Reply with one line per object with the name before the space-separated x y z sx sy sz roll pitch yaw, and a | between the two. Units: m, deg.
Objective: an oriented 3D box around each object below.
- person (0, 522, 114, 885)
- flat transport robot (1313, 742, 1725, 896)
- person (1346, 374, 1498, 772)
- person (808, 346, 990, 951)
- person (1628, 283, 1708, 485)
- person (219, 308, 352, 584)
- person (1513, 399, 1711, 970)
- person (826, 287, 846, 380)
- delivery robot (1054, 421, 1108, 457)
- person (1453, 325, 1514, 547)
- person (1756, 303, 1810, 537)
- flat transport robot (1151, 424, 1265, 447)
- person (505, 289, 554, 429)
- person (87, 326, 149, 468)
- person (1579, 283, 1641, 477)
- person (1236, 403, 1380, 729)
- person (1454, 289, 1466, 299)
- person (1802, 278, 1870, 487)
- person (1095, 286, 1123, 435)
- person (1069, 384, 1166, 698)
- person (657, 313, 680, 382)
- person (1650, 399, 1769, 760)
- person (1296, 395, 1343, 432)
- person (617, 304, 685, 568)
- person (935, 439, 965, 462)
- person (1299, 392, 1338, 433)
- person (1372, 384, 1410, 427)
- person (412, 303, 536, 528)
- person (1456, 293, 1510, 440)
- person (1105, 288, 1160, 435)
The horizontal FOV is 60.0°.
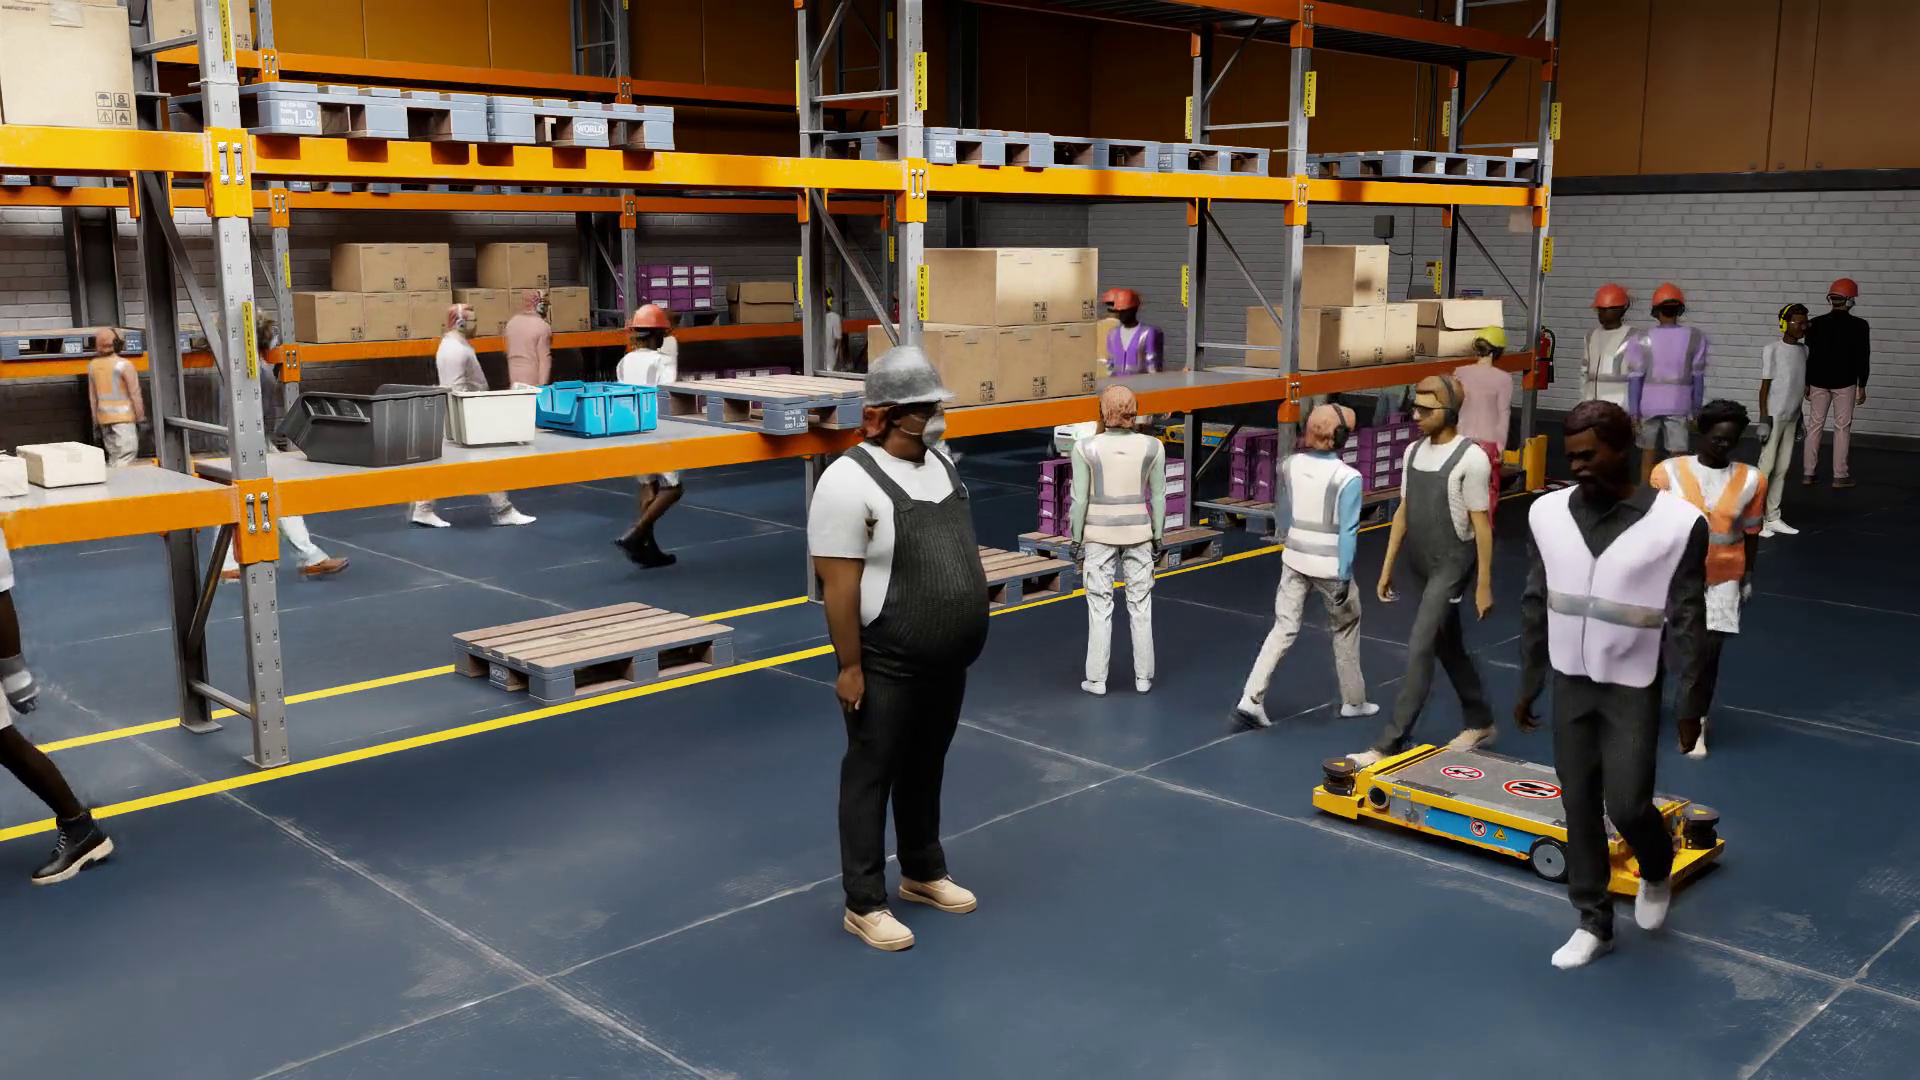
person | -3.545 0.385 5.897 0.611 1.925 0.990 10 14 43
flat transport robot | 2.201 1.069 6.644 0.652 0.197 1.431 -10 14 -44
person | 2.168 0.146 7.538 0.934 1.800 0.539 -4 11 -19
person | -0.158 0.356 5.705 0.539 2.000 0.688 7 13 35
person | 5.770 -1.084 13.609 0.610 2.026 0.787 3 11 17
person | -4.739 -0.643 11.537 0.955 1.895 0.635 -5 12 -25
person | 2.173 0.470 5.517 0.607 1.889 0.514 10 14 43
person | -1.527 -2.040 19.362 0.950 1.833 0.533 -8 13 -39
delivery robot | 1.312 -1.115 17.522 0.477 0.478 0.707 9 14 40
person | 3.890 -0.760 12.642 0.770 1.738 0.534 -10 14 -43
person | 6.604 -0.960 13.349 0.526 1.869 0.315 -5 12 -27
flat transport robot | 2.933 -1.176 18.884 0.652 0.197 1.431 -10 15 -44
person | -4.394 -1.580 16.747 0.662 1.873 0.682 7 12 33
person | -7.259 -1.013 14.339 0.526 1.650 0.410 4 11 22
person | 5.515 -1.149 14.011 0.813 2.016 0.617 -5 12 -26
person | 1.718 0.130 8.117 0.829 1.605 0.508 -8 13 -38
person | 5.305 -1.807 18.092 0.567 1.825 0.673 -10 14 -44
person | 8.400 -1.504 15.970 0.380 1.995 0.611 -9 14 -39
person | 1.480 -1.504 16.202 0.550 1.914 0.465 6 12 31
person | 0.821 0.009 8.690 0.518 1.639 0.312 -1 10 -7
person | -3.201 -1.651 17.861 0.845 1.579 0.520 -9 14 -41
person | 3.472 0.145 7.865 0.559 1.666 0.711 3 11 16
person | 4.141 -2.046 19.078 1.059 1.939 0.630 9 14 41
person | -2.243 -0.722 11.911 0.567 1.918 0.534 8 13 38
person | -0.325 -1.722 17.617 0.908 1.821 0.590 1 10 6
person | 3.724 -1.639 17.173 0.554 1.821 0.604 -7 13 -34
person | 4.401 -1.466 16.768 0.412 1.615 0.531 -3 11 -17
person | -4.077 -1.010 13.668 0.980 1.860 0.659 -4 11 -23
person | 5.355 -1.674 17.407 0.757 1.811 0.645 3 11 16
person | 1.609 -1.389 15.549 0.556 1.920 0.508 8 13 37
